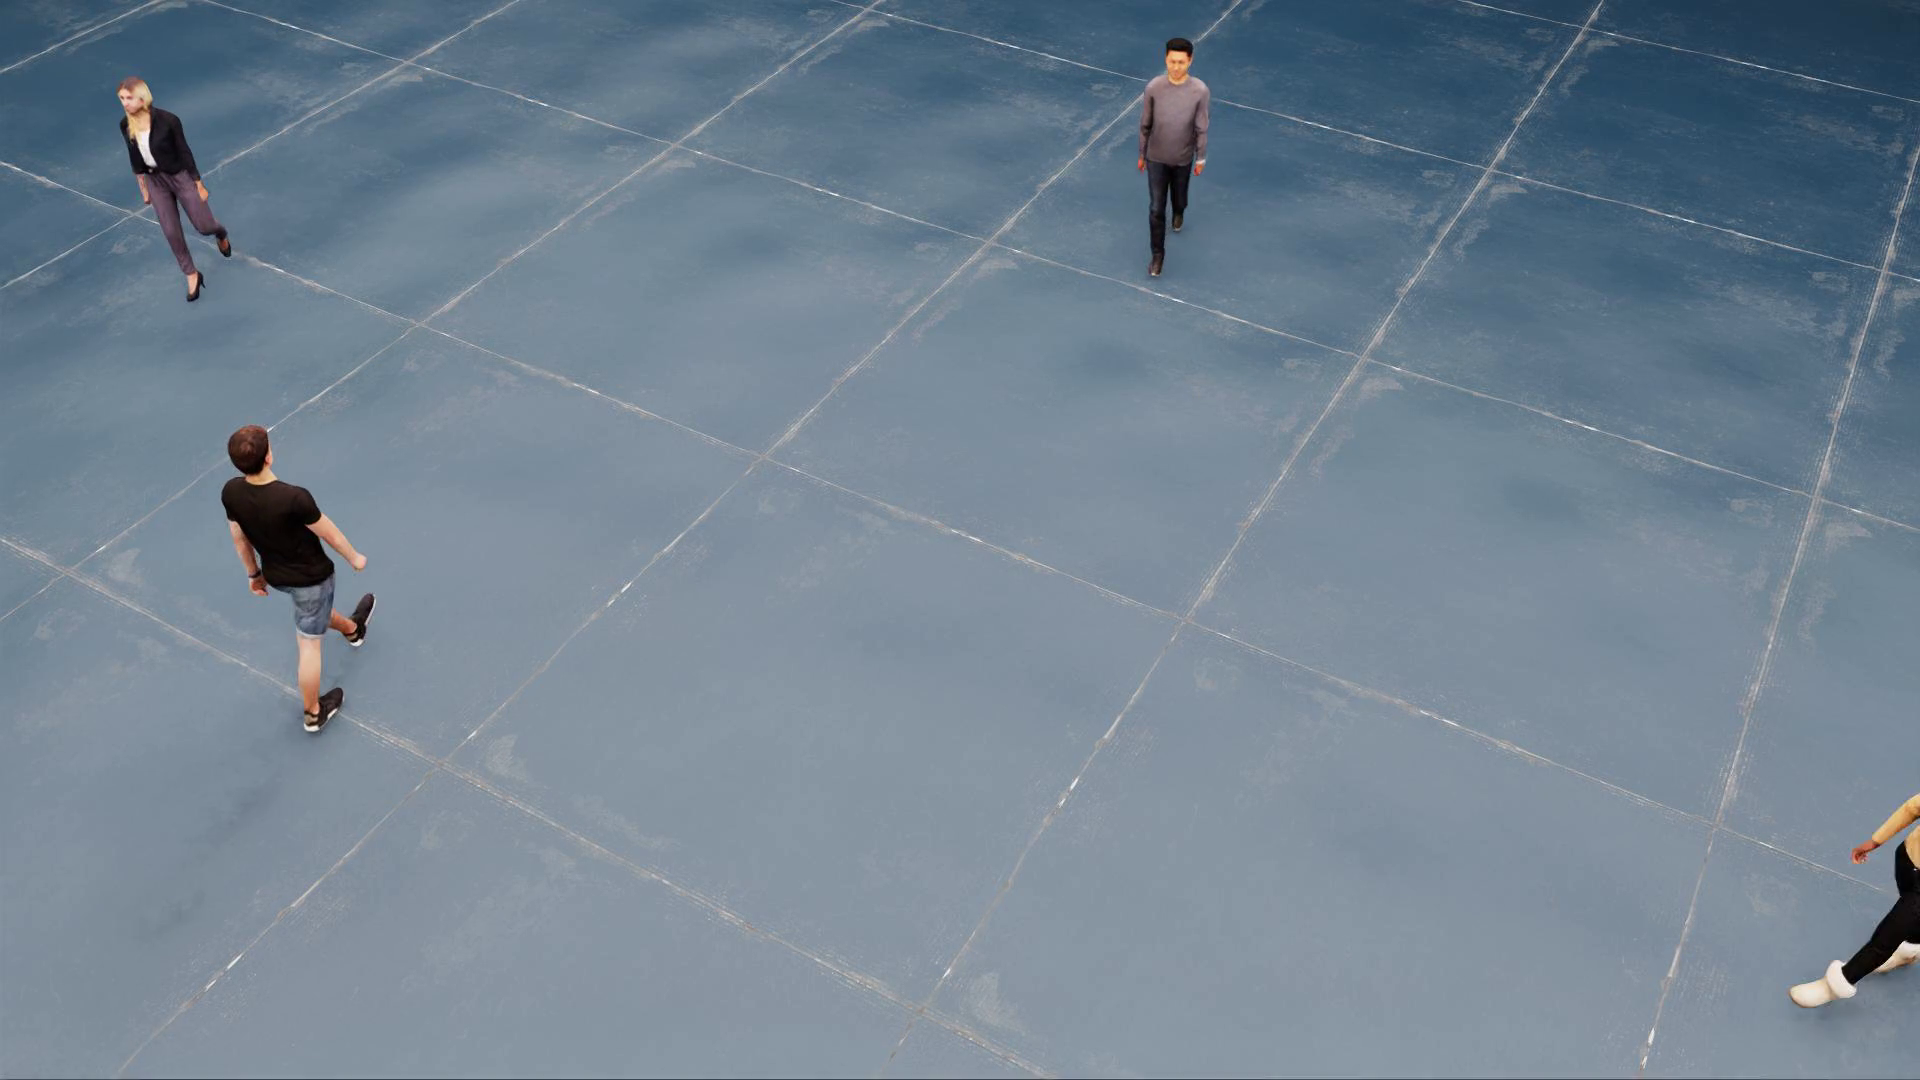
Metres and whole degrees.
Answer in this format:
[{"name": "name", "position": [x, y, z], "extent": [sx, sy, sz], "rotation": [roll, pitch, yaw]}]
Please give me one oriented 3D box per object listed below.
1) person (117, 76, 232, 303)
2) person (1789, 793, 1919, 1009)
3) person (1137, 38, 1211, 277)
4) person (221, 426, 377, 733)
[{"name": "person", "position": [-5.526, -2.514, 11.759], "extent": [0.825, 1.662, 0.916], "rotation": [1, 42, 2]}, {"name": "person", "position": [4.391, 1.463, 7.406], "extent": [1.052, 1.625, 1.016], "rotation": [-8, 43, -8]}, {"name": "person", "position": [1.542, -2.809, 12.020], "extent": [0.846, 1.748, 1.079], "rotation": [12, 44, 13]}, {"name": "person", "position": [-3.478, 0.245, 8.613], "extent": [0.832, 1.805, 1.204], "rotation": [12, 44, 13]}]
